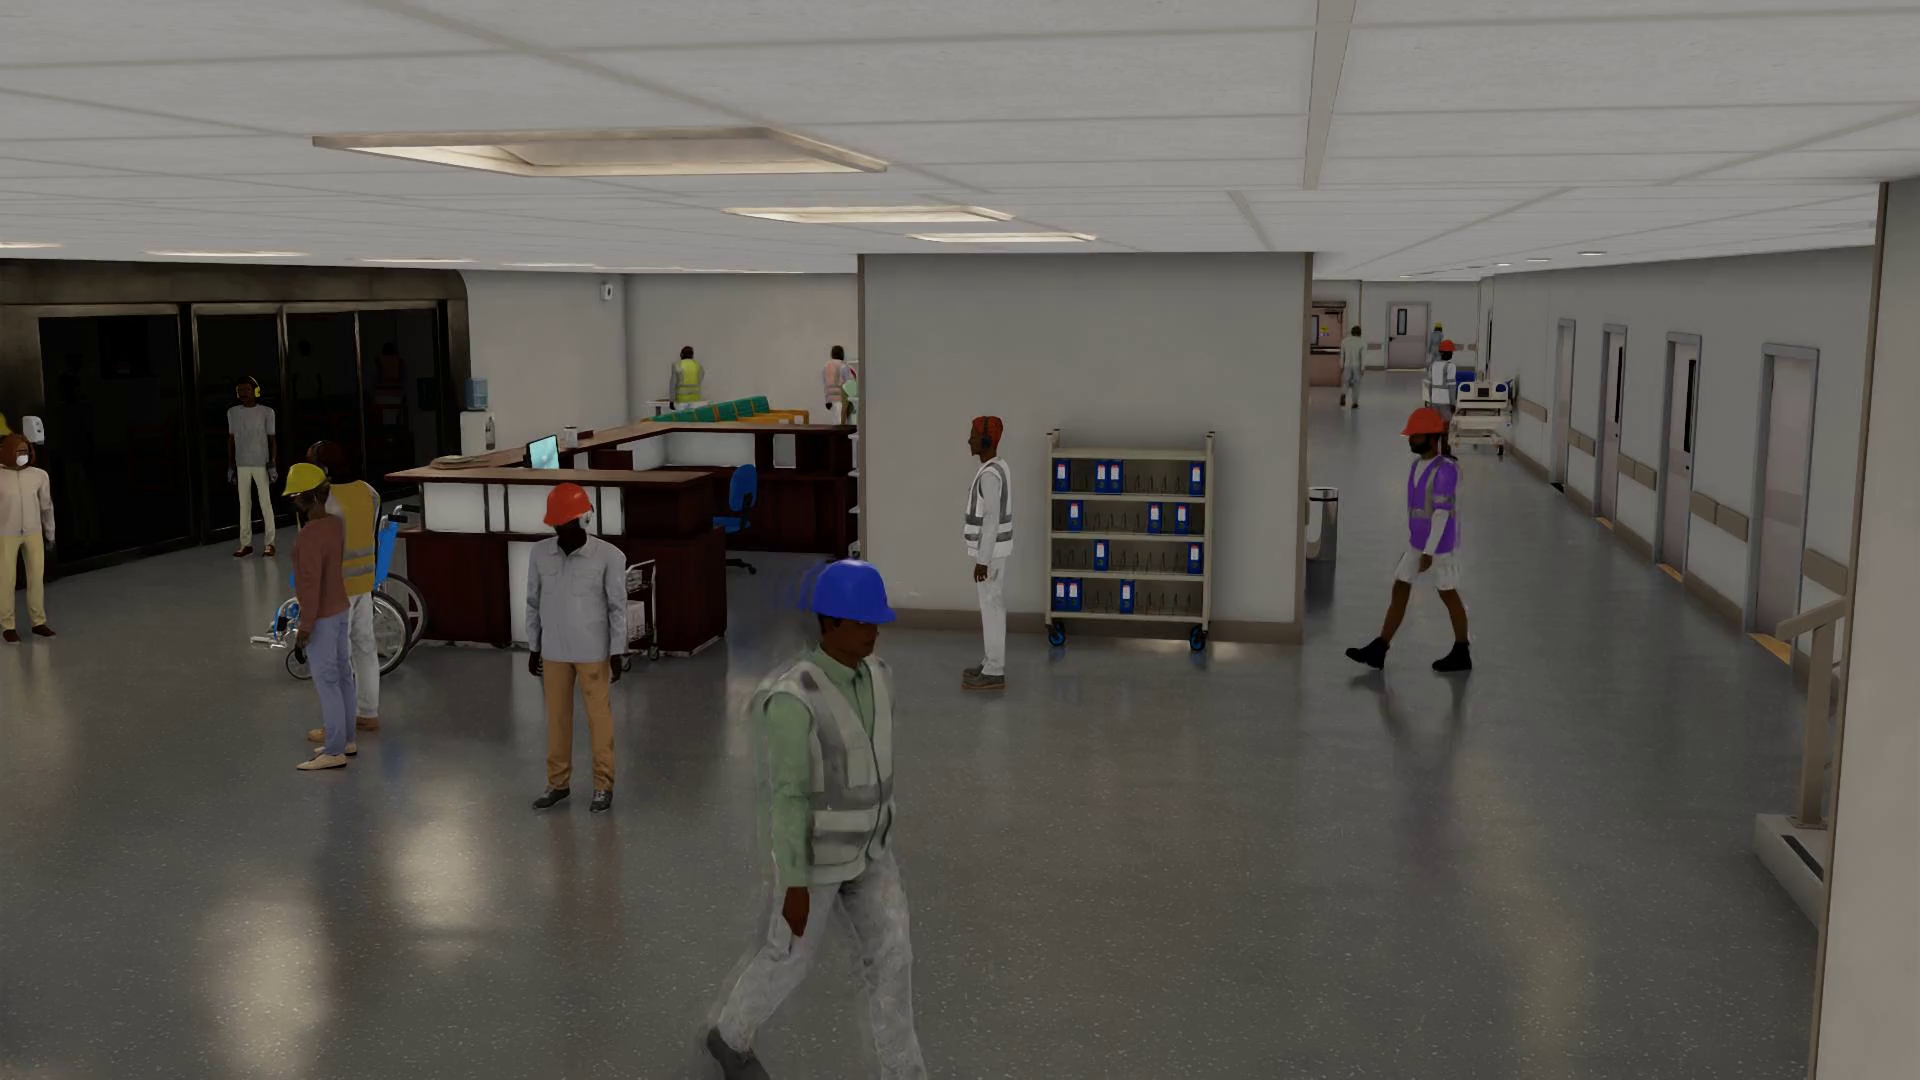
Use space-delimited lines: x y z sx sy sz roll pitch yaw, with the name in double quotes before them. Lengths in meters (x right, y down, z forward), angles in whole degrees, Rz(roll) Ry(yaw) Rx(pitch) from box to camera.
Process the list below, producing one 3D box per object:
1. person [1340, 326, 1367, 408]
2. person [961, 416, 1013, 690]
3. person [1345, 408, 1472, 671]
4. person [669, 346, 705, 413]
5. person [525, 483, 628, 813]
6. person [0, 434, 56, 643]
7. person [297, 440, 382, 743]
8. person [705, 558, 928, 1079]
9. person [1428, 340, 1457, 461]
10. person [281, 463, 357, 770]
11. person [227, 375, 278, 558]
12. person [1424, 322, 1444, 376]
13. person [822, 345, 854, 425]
"person" 9.026 -3.974 38.238 0.642 1.924 0.565 5 10 31
"person" 0.185 0.086 11.436 0.355 1.882 0.576 1 9 4
"person" 3.260 0.016 11.841 0.971 1.885 0.569 -2 9 -14
"person" -4.592 -2.320 27.700 0.662 1.802 0.684 -5 10 -31
"person" -2.024 0.564 8.721 0.563 1.741 0.339 2 9 12
"person" -7.339 -0.020 13.001 0.288 1.627 0.506 7 11 38
"person" -3.782 0.312 10.100 0.429 1.838 0.621 3 9 18
"person" -0.471 0.988 5.437 0.983 1.912 0.633 6 10 34
"person" 7.729 -2.224 26.582 0.375 1.939 0.546 -4 10 -26
"person" -3.676 0.434 9.530 0.323 1.764 0.523 0 9 -2
"person" -7.247 -0.749 17.022 0.513 1.872 0.328 0 9 -2
"person" 14.778 -5.907 51.747 0.580 1.720 0.511 -7 11 -39
"person" -1.958 -2.312 27.570 0.565 1.816 0.729 -7 11 -39
